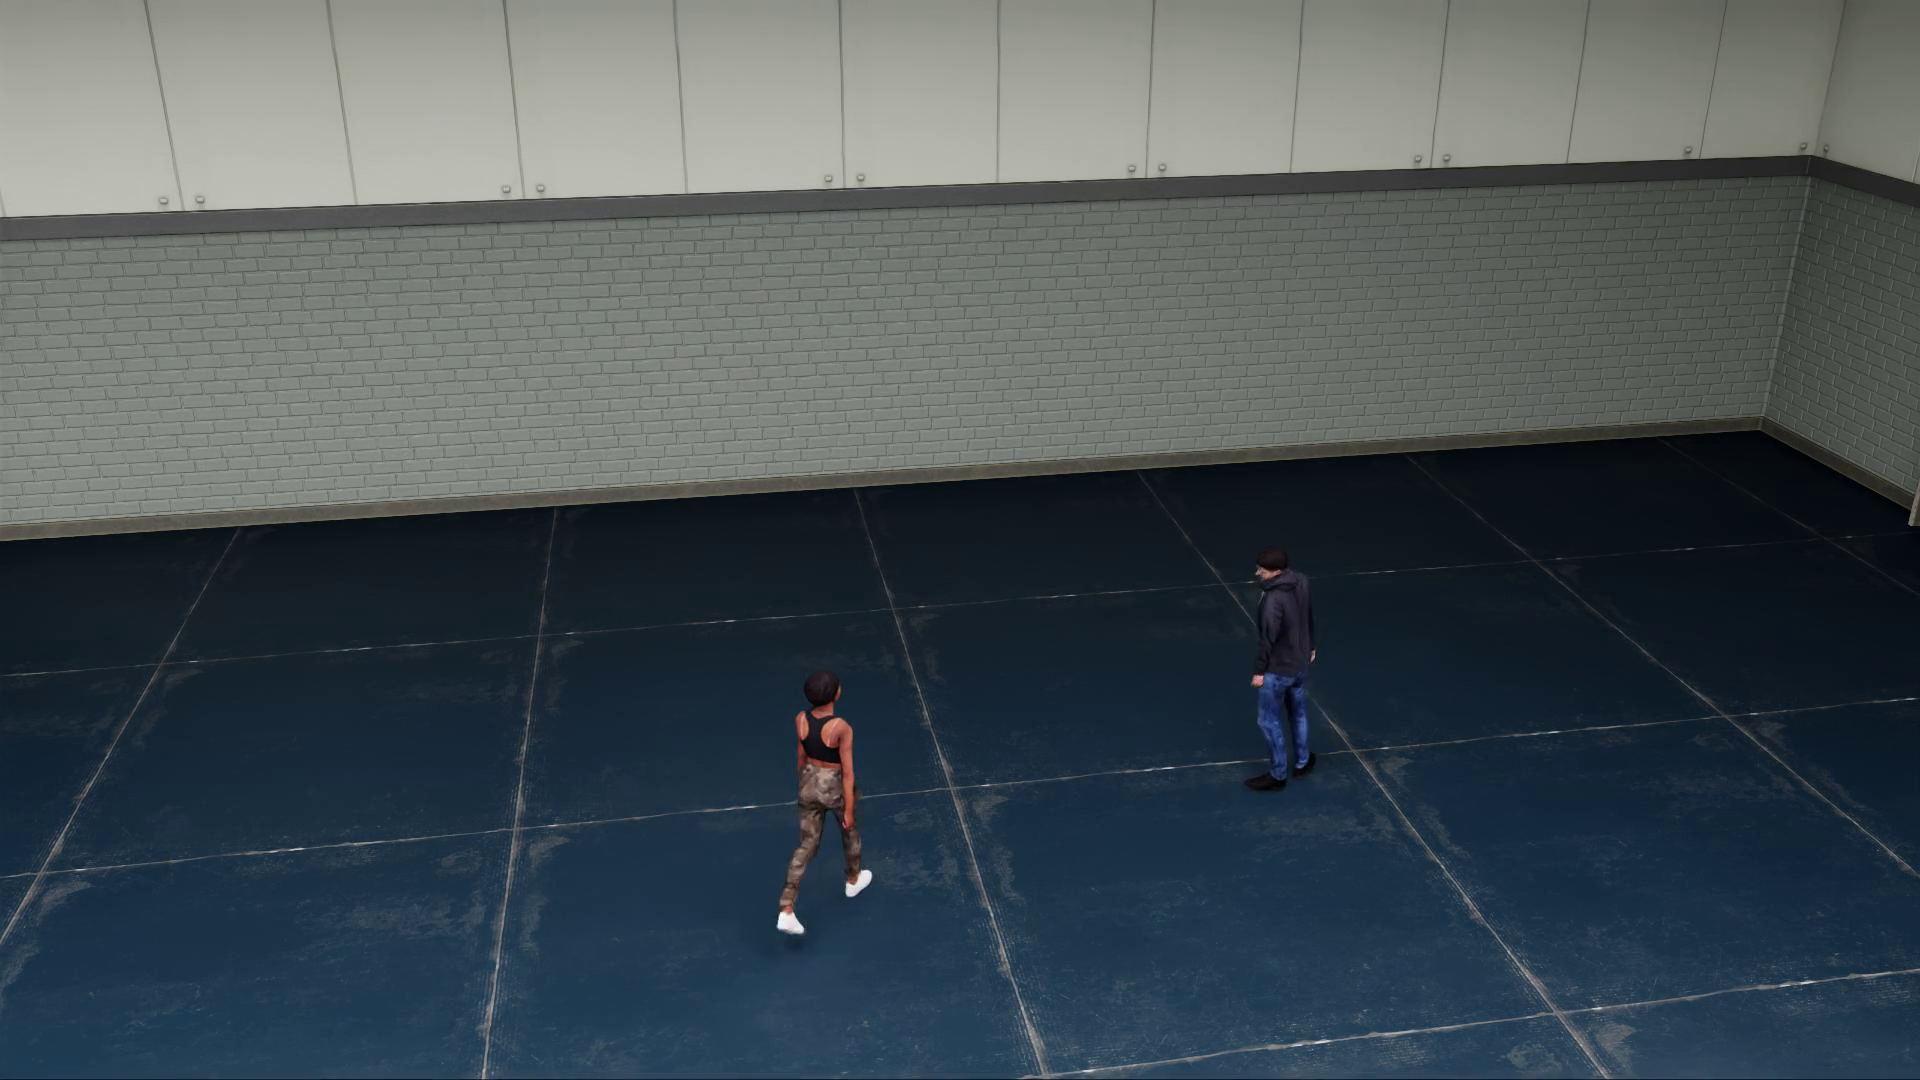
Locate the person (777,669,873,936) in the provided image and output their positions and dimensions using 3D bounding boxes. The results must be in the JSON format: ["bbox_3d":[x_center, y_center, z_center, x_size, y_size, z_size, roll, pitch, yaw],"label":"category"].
[{"bbox_3d":[-0.863,1.592,9.992,1.049,1.665,1.207,11,26,25],"label":"person"}]

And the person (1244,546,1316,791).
[{"bbox_3d":[2.301,0.856,11.483,0.916,1.853,0.922,-17,28,-34],"label":"person"}]
